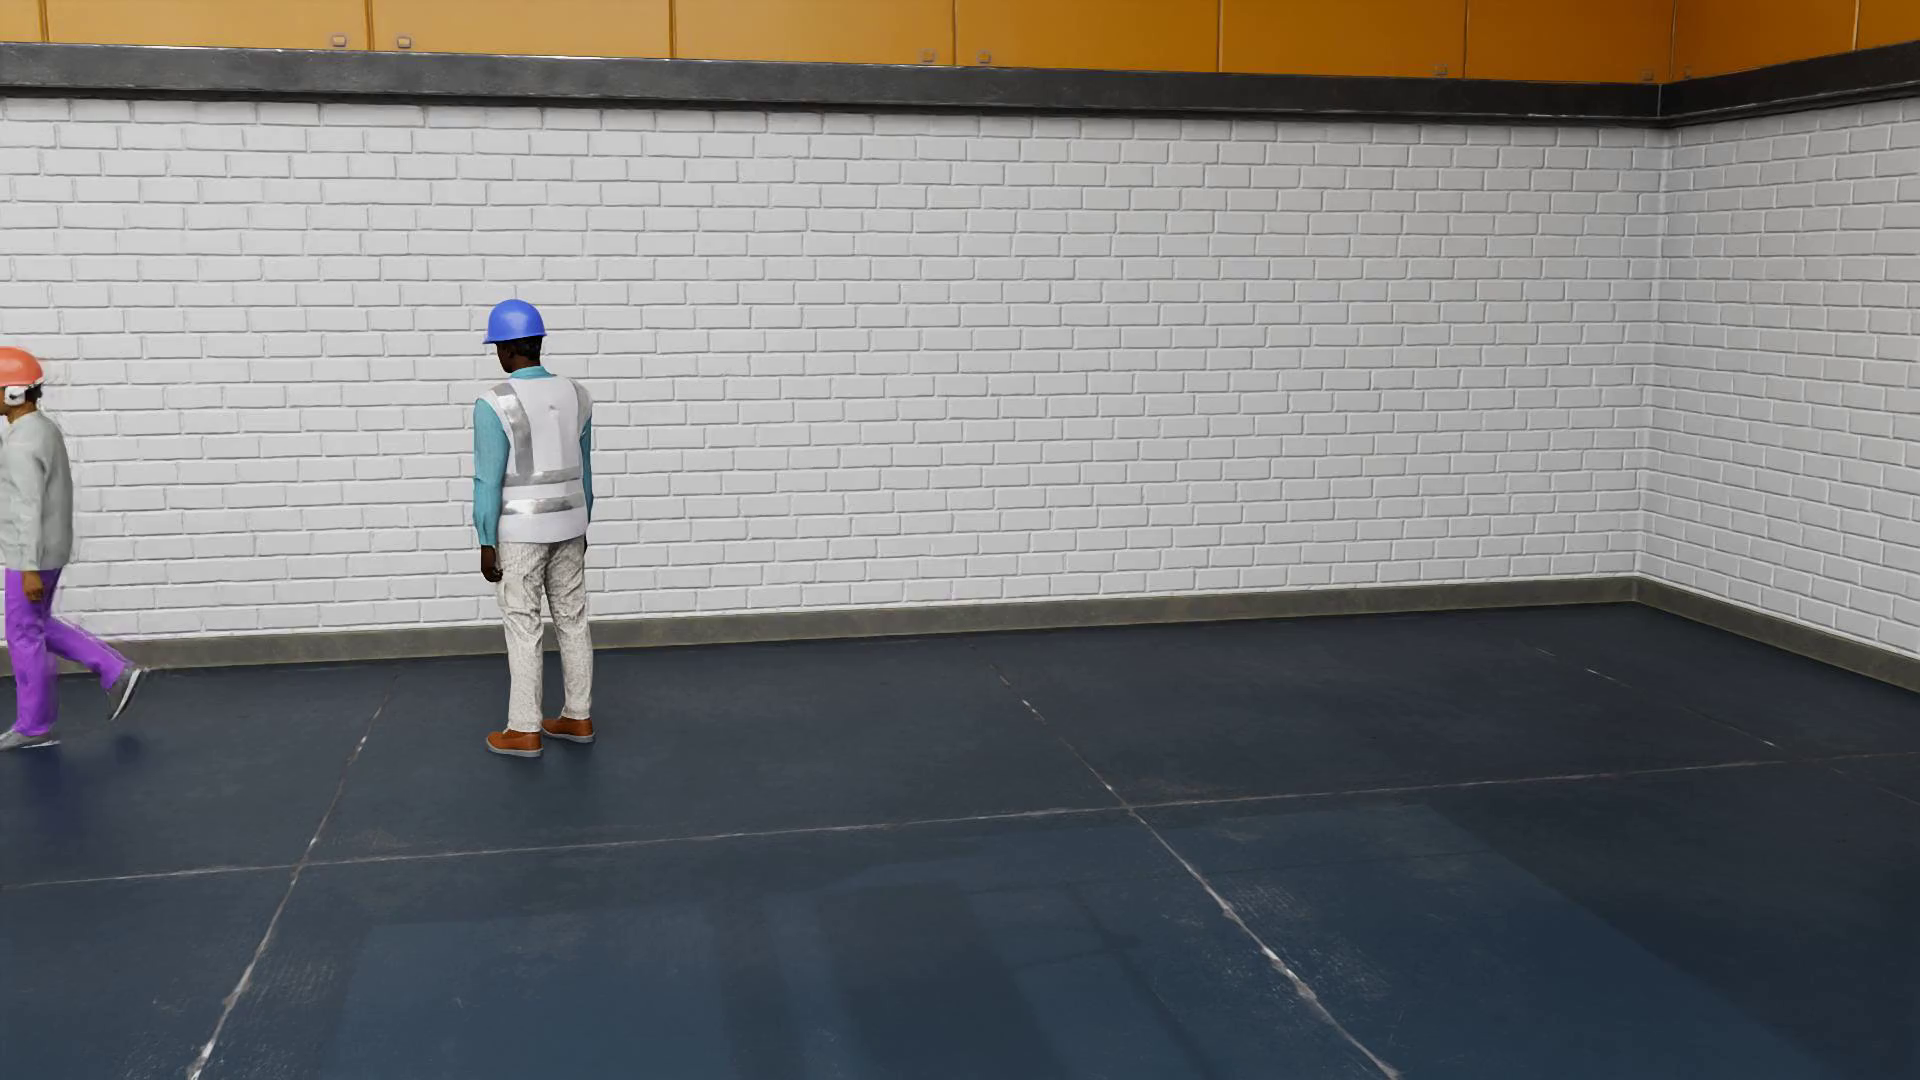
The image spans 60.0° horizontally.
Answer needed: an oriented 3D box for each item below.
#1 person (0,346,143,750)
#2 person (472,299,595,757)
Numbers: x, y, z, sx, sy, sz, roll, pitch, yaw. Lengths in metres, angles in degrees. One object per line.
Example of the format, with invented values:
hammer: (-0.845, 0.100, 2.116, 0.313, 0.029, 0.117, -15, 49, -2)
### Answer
person: (-3.947, 0.034, 7.168, 0.556, 1.739, 0.577, -3, 10, -18)
person: (-1.817, -0.048, 7.088, 0.416, 1.939, 0.605, 7, 11, 35)
